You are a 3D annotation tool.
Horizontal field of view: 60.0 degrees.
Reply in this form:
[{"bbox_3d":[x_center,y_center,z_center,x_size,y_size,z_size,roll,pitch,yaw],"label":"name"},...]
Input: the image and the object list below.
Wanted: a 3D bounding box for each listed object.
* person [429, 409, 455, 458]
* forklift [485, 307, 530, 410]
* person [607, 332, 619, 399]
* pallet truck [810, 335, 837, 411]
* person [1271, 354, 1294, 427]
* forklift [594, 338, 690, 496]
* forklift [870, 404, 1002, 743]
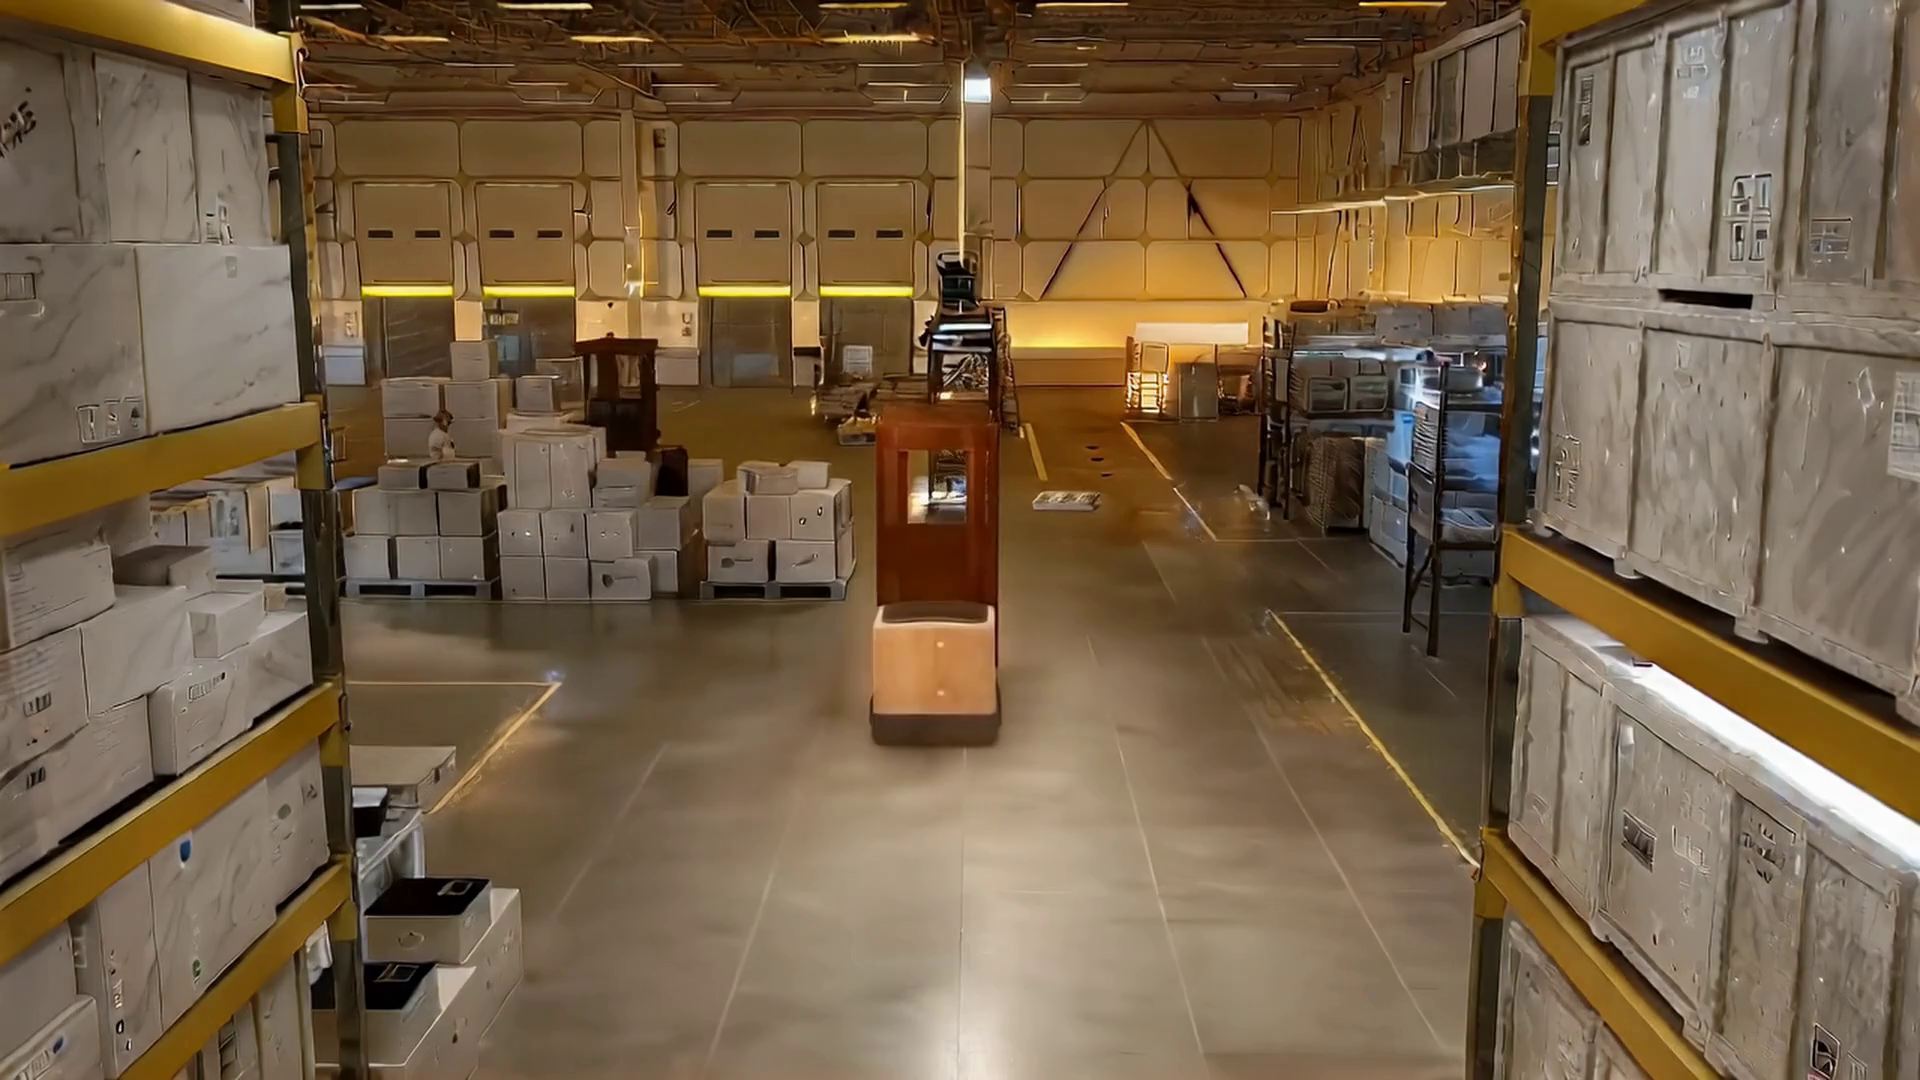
[{"bbox_3d":[-7.301,-0.888,23.544,0.357,1.937,0.638,-1,10,-7],"label":"person"},{"bbox_3d":[-10.753,-4.150,39.645,1.129,2.768,1.873,0,10,1],"label":"forklift"},{"bbox_3d":[-9.792,-4.889,46.722,0.435,1.913,0.552,8,13,38],"label":"person"},{"bbox_3d":[-3.021,-4.312,43.126,1.885,1.965,0.823,3,10,17],"label":"pallet truck"},{"bbox_3d":[7.236,-3.213,37.042,0.649,1.902,0.806,-7,12,-36],"label":"person"},{"bbox_3d":[-5.075,-1.703,25.527,1.129,2.768,1.873,4,10,20],"label":"forklift"},{"bbox_3d":[-0.204,0.205,14.519,1.129,2.768,1.873,0,10,1],"label":"forklift"}]
